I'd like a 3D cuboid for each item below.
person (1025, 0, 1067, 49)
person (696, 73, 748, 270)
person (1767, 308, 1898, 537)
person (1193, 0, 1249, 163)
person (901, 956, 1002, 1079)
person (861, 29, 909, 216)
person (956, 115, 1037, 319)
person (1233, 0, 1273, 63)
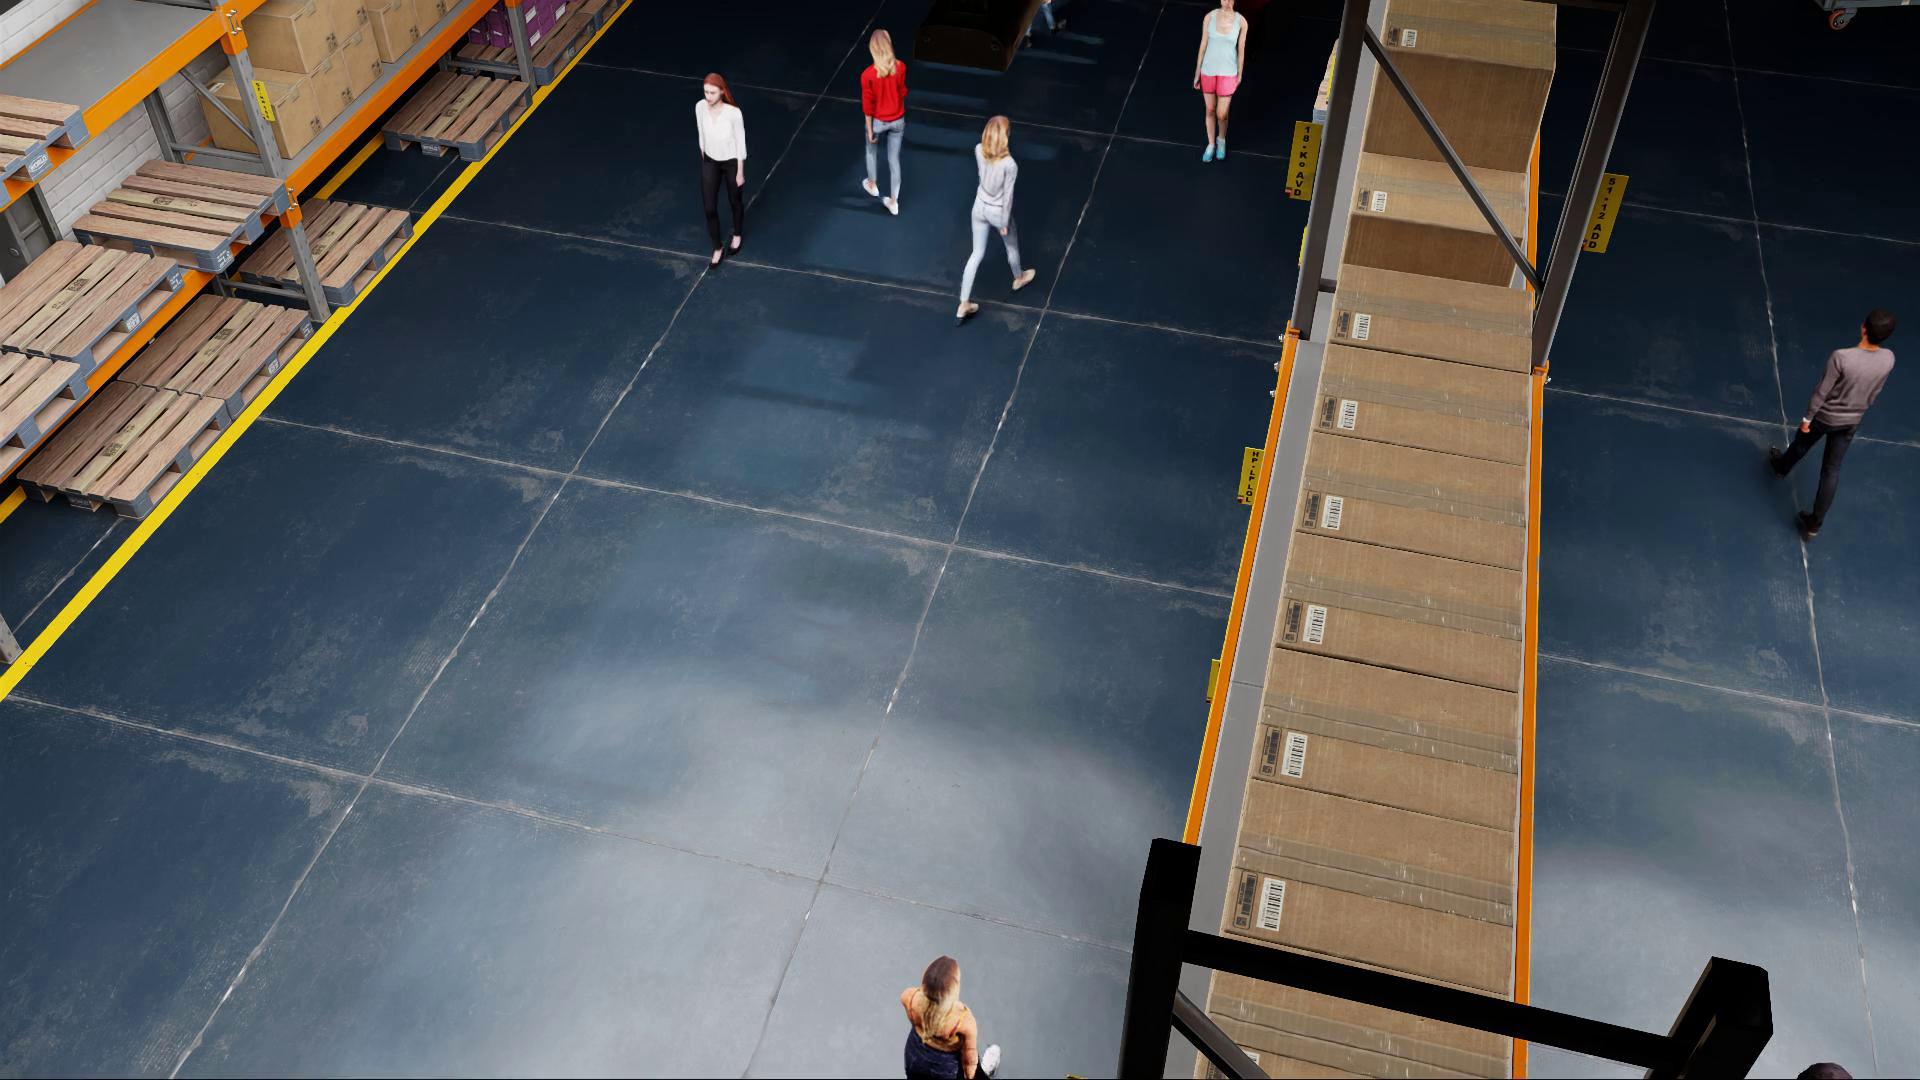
[{"bbox_3d":[0.781,-5.638,17.153,0.707,1.170,0.859,31,52,29],"label":"person"},{"bbox_3d":[-1.977,-3.214,14.194,0.619,1.742,0.757,11,45,12],"label":"person"},{"bbox_3d":[6.172,-0.797,11.672,0.851,1.722,1.196,4,44,4],"label":"person"},{"bbox_3d":[2.404,-4.343,15.371,0.608,1.754,0.654,16,46,16],"label":"person"},{"bbox_3d":[-0.143,2.621,8.178,0.717,1.592,1.082,19,47,19],"label":"person"},{"bbox_3d":[-0.626,-3.651,14.696,0.864,1.683,0.947,-15,46,-15],"label":"person"},{"bbox_3d":[0.204,-2.602,13.546,0.946,1.750,1.238,31,52,28],"label":"person"},{"bbox_3d":[2.915,-5.583,16.676,0.666,1.748,0.683,13,45,13],"label":"person"}]
